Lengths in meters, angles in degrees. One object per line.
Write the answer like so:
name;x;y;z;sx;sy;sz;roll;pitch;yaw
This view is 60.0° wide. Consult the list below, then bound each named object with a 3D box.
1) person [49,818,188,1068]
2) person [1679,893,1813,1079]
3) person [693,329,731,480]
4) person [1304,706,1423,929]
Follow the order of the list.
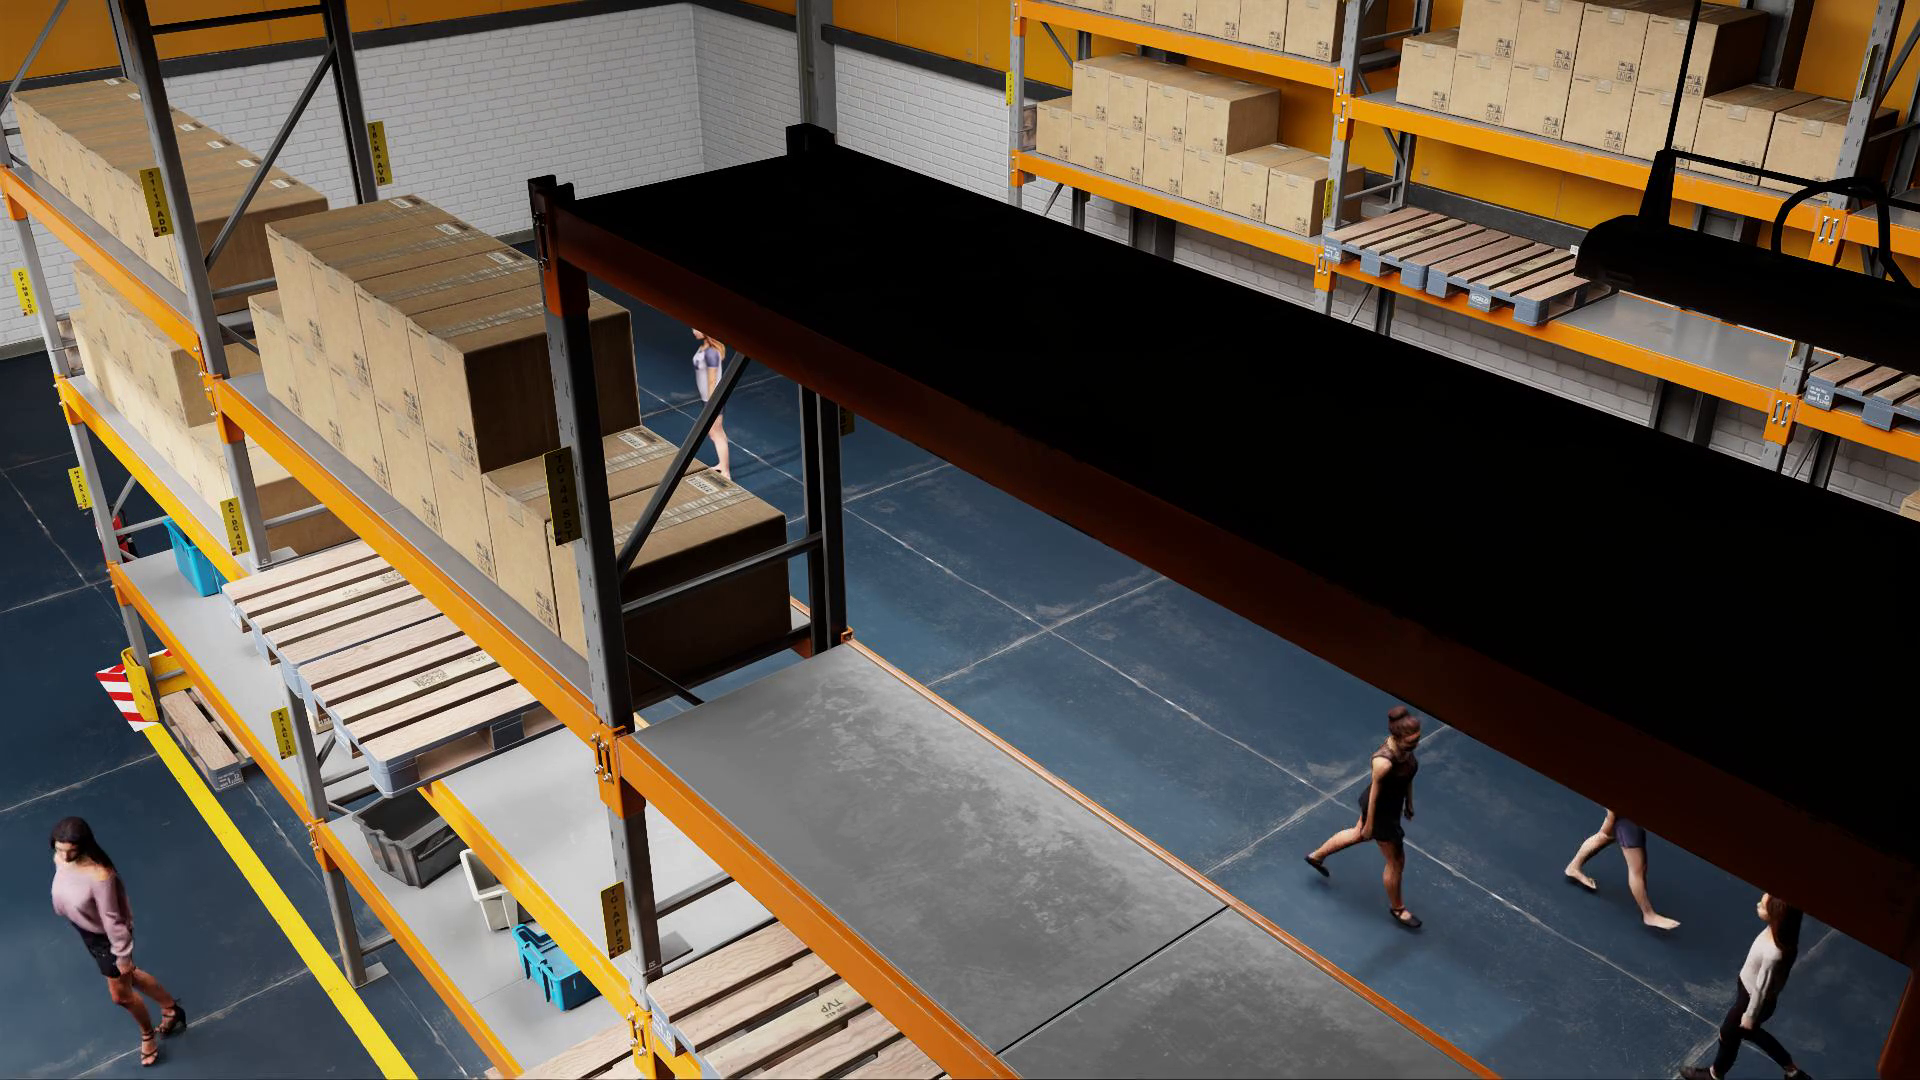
person;-4.817;2.254;9.442;0.758;1.780;0.835;25;37;38
person;4.485;2.556;9.211;0.960;1.471;0.754;15;32;25
person;-2.385;-1.388;16.172;0.737;1.728;0.634;-5;29;-9
person;2.631;1.689;10.618;1.143;1.646;0.815;15;32;25
